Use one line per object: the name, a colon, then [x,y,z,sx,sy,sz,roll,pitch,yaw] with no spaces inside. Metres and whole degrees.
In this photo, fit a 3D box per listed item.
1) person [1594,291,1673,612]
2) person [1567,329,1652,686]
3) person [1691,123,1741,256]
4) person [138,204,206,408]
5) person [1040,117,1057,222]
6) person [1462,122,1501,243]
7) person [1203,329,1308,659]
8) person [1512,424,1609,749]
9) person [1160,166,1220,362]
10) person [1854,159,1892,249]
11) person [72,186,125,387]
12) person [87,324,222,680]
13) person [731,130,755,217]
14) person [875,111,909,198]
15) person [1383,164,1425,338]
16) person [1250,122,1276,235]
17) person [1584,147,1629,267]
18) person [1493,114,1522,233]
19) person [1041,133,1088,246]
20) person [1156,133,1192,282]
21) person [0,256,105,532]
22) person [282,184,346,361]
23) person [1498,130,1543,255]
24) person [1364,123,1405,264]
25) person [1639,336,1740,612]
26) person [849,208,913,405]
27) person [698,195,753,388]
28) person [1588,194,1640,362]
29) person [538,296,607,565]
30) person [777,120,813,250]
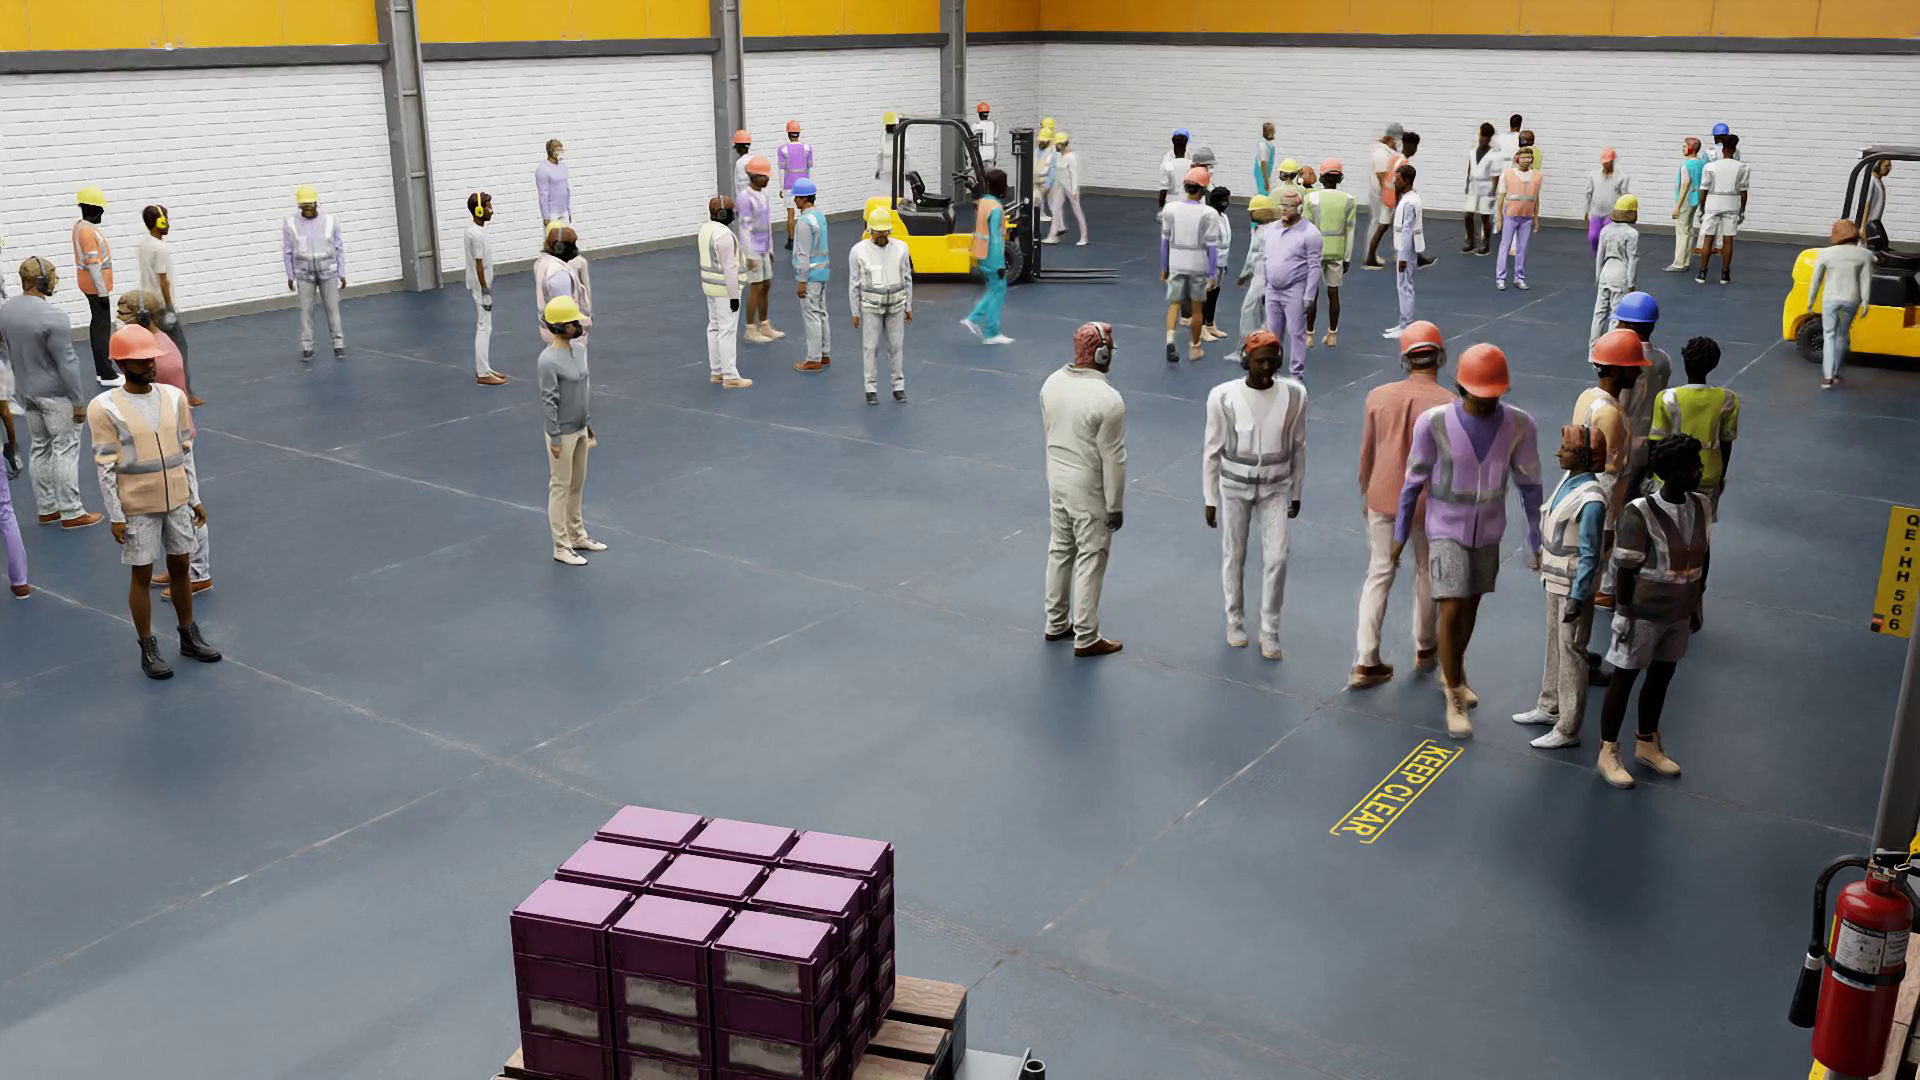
person: [4.029,-0.532,10.096,0.612,1.942,0.405,-15,23,-39]
person: [3.449,-0.180,8.986,0.358,1.938,0.542,2,18,6]
person: [11.189,-5.181,24.634,0.604,1.939,0.416,-2,18,-7]
person: [-7.285,-2.134,15.256,0.362,1.843,0.544,-16,24,-41]
person: [1.489,-6.388,28.701,0.336,1.757,0.518,4,18,13]
person: [8.166,-5.592,26.056,0.509,1.855,0.333,13,22,35]
person: [1.644,-0.245,9.299,0.592,1.861,0.662,1,18,3]
person: [2.995,0.226,8.195,0.310,1.642,0.514,1,18,4]
person: [2.341,-2.799,17.036,0.644,2.022,0.745,8,19,23]
person: [11.283,-3.863,20.656,0.329,1.844,0.515,14,22,36]
person: [-8.334,-2.450,16.121,0.381,1.917,0.585,-10,20,-29]
person: [-4.396,-0.215,9.089,0.347,1.943,0.544,12,21,33]
person: [-2.988,-4.725,23.202,0.368,1.939,0.542,5,18,16]
person: [-1.190,-6.234,27.980,0.618,1.893,0.631,15,23,39]
person: [4.959,-3.196,18.473,0.399,1.911,0.591,5,18,14]
person: [4.943,-5.858,26.978,0.341,1.807,0.651,5,18,15]
person: [8.942,-4.568,23.036,0.590,1.732,0.534,12,21,33]
person: [8.941,-5.938,27.034,0.590,1.915,0.392,16,24,41]
person: [1.604,-5.400,25.671,0.862,1.703,0.597,-9,20,-27]
person: [2.919,-4.431,22.237,0.613,1.962,0.365,-5,18,-16]
person: [-6.347,-1.009,11.605,0.635,1.928,0.382,8,19,24]
person: [-6.698,-2.779,17.292,0.599,1.827,0.404,-6,19,-18]
person: [8.377,-5.172,24.784,0.635,1.830,0.429,-16,24,-42]
person: [6.187,-4.933,23.687,0.804,2.000,0.706,12,21,34]
person: [4.354,-0.377,9.991,0.540,1.695,0.317,0,18,0]
person: [-0.725,-2.156,15.368,0.601,1.817,0.403,-6,19,-18]
person: [-2.273,-2.397,16.078,0.429,1.843,0.629,-10,20,-29]
person: [6.745,-2.662,17.063,0.295,1.743,0.493,-9,20,-25]
person: [-2.568,-0.725,10.966,0.306,1.770,0.532,4,18,13]
person: [-2.498,-5.392,25.283,0.545,1.942,0.349,-6,19,-17]
